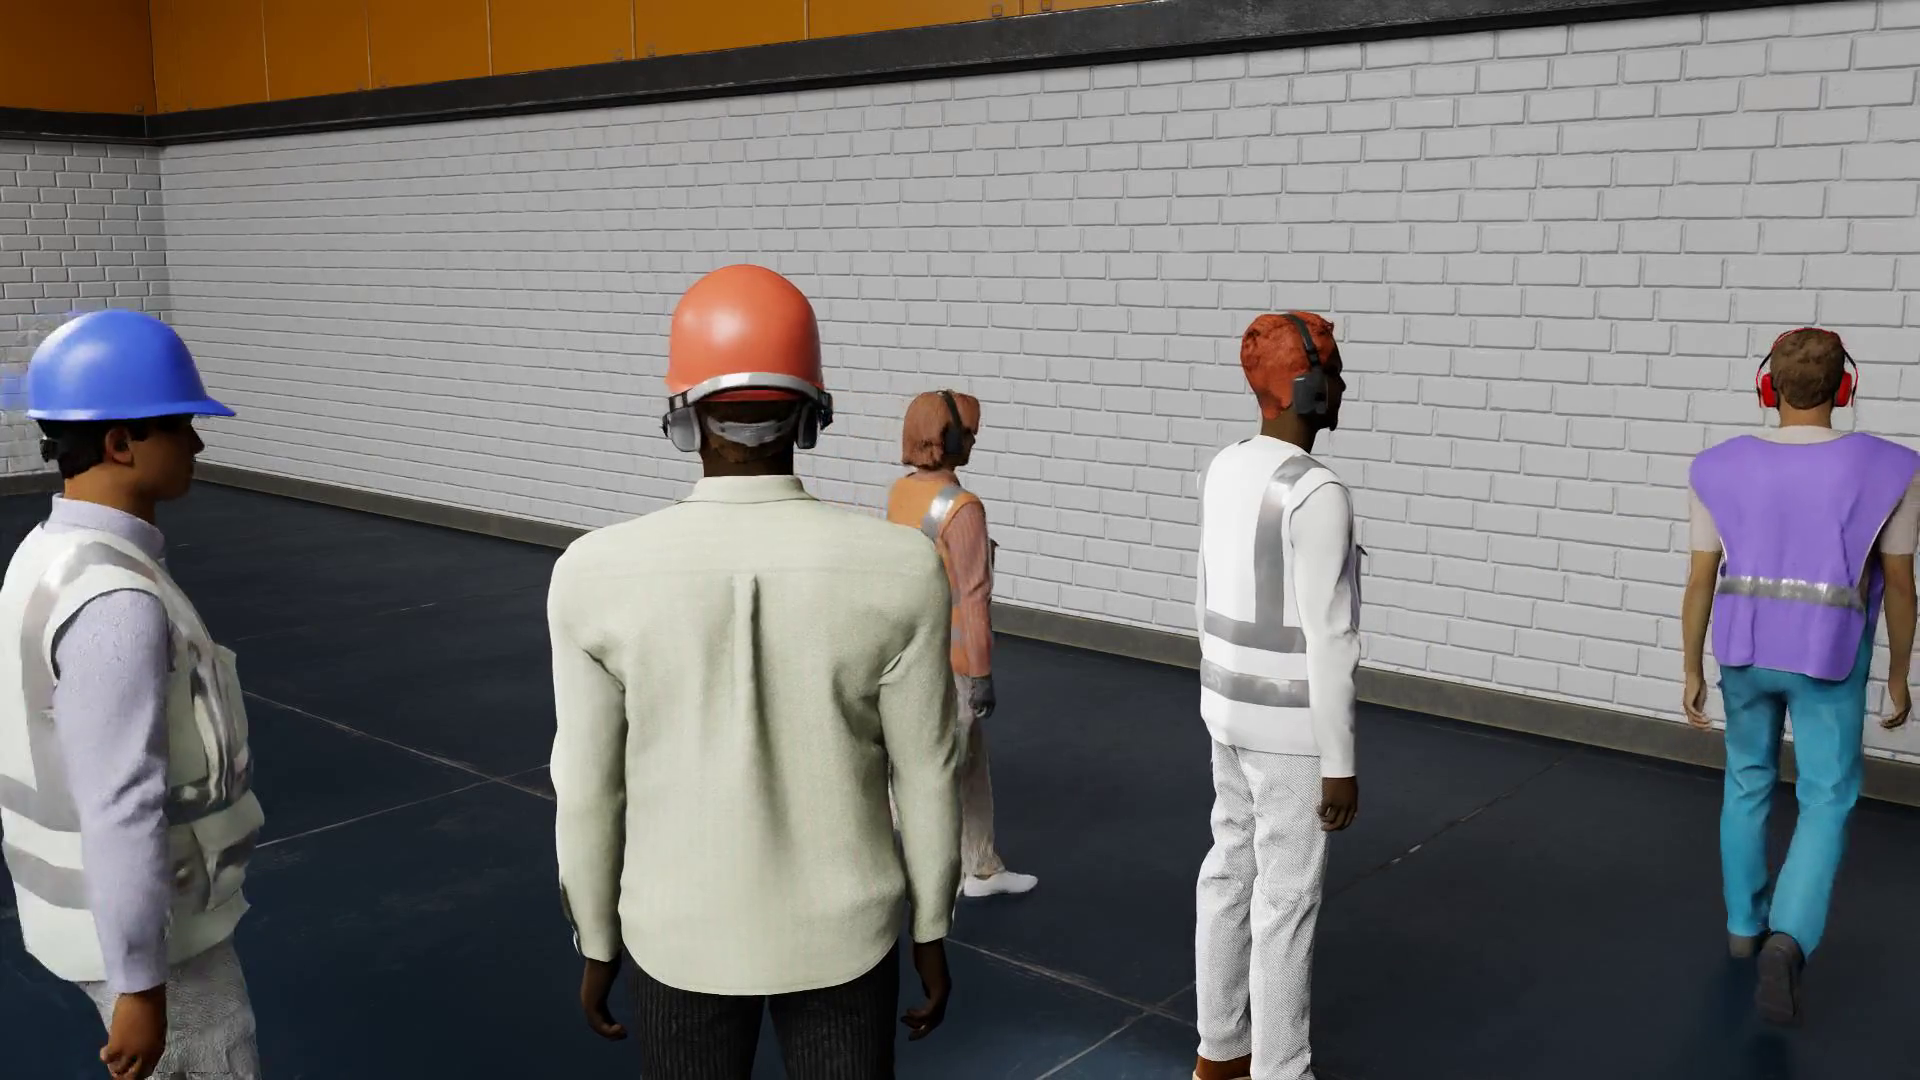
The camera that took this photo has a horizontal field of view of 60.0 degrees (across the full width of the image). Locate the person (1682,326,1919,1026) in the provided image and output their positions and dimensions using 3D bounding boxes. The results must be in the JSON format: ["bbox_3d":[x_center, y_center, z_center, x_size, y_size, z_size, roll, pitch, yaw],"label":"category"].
[{"bbox_3d":[2.216,0.343,4.449,0.574,1.819,0.821,7,12,33],"label":"person"}]

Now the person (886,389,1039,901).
[{"bbox_3d":[-0.107,0.357,4.940,0.760,1.610,0.520,-4,11,-23],"label":"person"}]

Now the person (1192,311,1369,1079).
[{"bbox_3d":[0.731,0.428,3.790,0.355,1.884,0.575,-4,11,-19],"label":"person"}]

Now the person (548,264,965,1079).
[{"bbox_3d":[-0.300,0.590,2.548,0.611,1.997,0.375,-1,10,-5],"label":"person"}]

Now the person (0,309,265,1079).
[{"bbox_3d":[-1.393,0.598,2.695,0.626,1.929,0.615,-7,12,-35],"label":"person"}]
